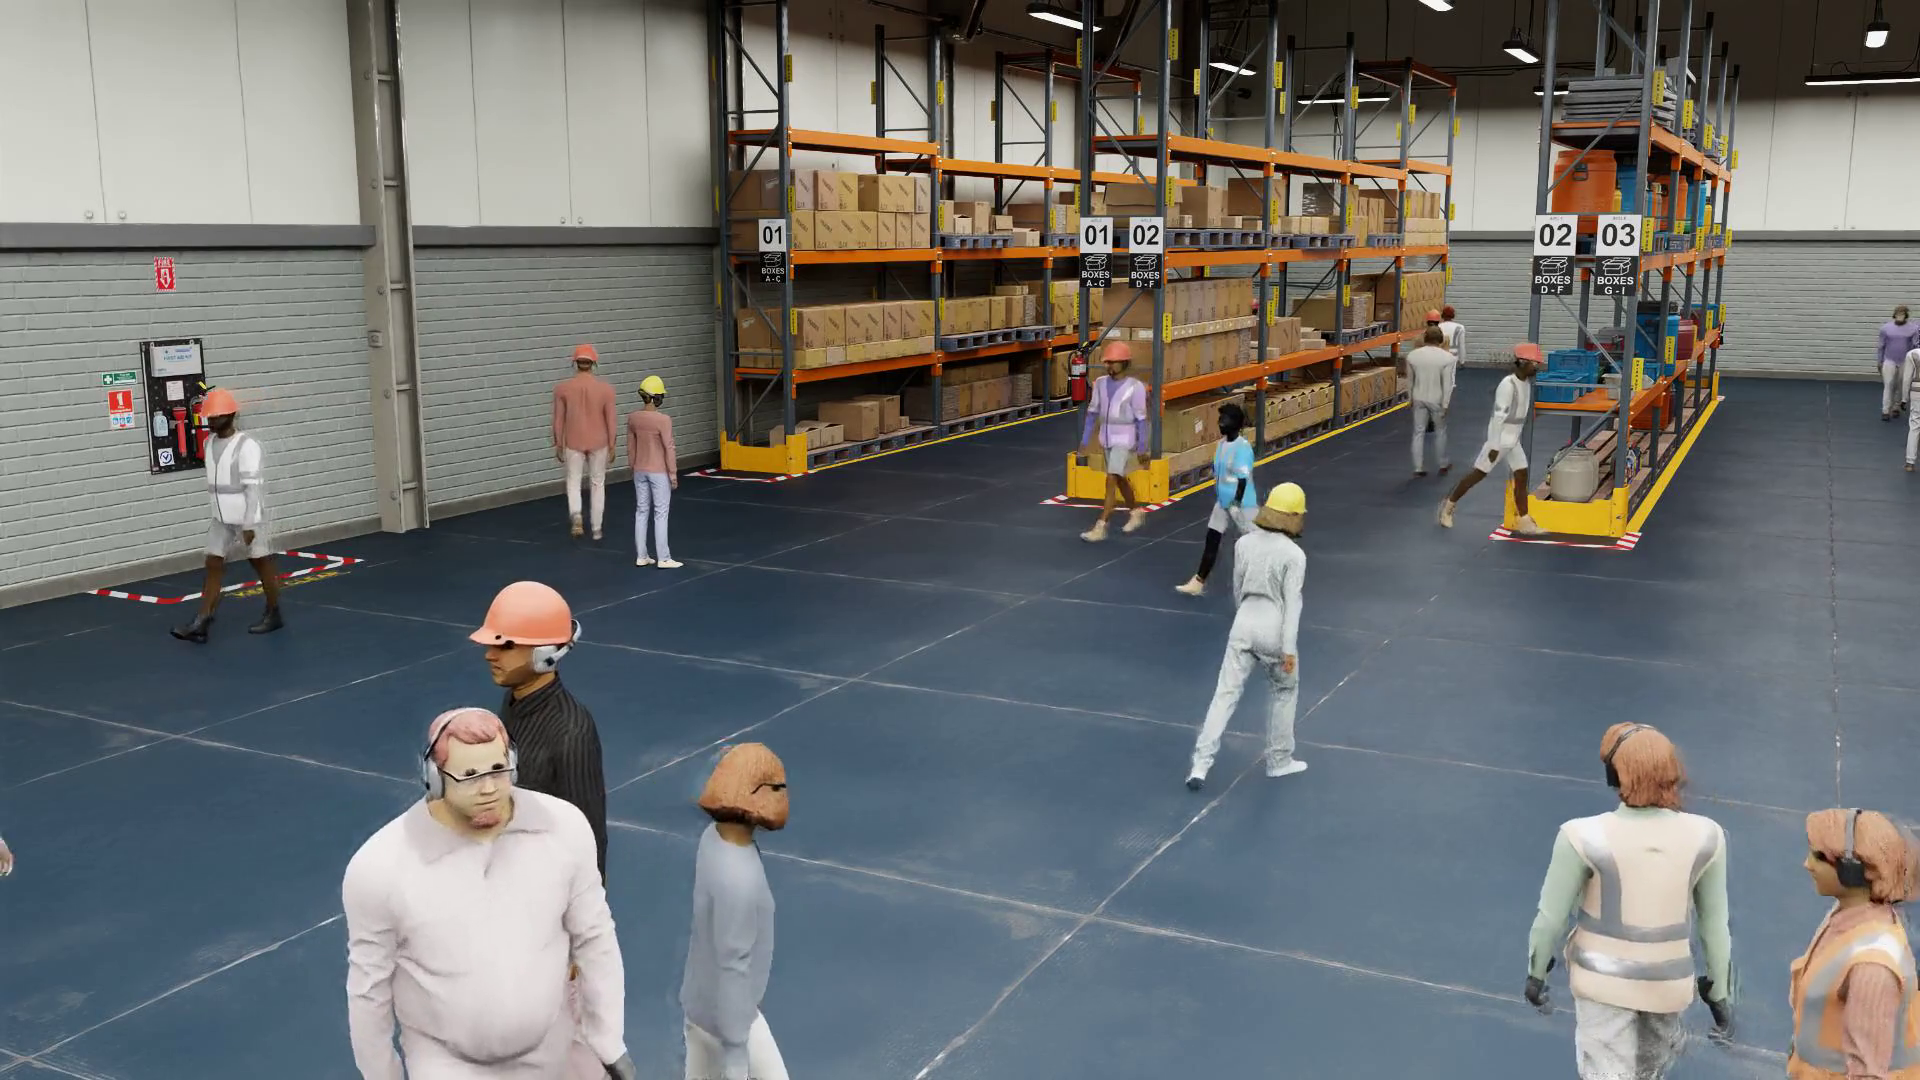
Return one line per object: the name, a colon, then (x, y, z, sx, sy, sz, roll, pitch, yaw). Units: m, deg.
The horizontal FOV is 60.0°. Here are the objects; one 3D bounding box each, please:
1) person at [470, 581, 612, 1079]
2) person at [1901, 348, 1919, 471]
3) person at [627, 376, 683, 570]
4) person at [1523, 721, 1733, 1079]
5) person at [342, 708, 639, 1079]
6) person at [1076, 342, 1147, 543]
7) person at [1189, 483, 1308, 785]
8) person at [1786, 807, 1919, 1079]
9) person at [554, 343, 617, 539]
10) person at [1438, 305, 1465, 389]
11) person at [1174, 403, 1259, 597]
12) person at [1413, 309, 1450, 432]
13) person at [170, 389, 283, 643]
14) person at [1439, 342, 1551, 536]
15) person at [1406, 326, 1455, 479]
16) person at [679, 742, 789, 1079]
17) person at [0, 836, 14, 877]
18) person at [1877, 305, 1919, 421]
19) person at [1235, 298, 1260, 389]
person: (-1.302, 1.103, 5.192, 0.378, 1.997, 0.609, -7, 13, -34)
person: (12.464, -1.819, 21.434, 0.585, 1.881, 0.337, 5, 12, 27)
person: (-2.790, -0.613, 15.181, 0.533, 1.768, 0.311, 6, 12, 30)
person: (1.984, 1.326, 5.036, 0.558, 1.604, 0.786, -1, 10, -4)
person: (-1.158, 1.346, 4.241, 0.653, 1.858, 0.994, -7, 13, -35)
person: (1.587, -0.995, 16.683, 1.071, 1.998, 0.628, -10, 14, -42)
person: (1.610, 0.533, 9.155, 0.505, 1.689, 0.816, 10, 14, 42)
person: (2.214, 1.466, 4.220, 0.373, 1.620, 0.523, 5, 12, 25)
person: (-3.704, -0.957, 16.473, 0.614, 1.982, 0.596, -2, 11, -10)
person: (8.312, -3.083, 28.446, 0.579, 1.855, 0.925, 5, 11, 24)
person: (2.289, -0.321, 13.917, 0.889, 1.648, 0.542, -4, 11, -20)
person: (7.200, -2.575, 25.479, 0.549, 1.918, 0.757, 3, 11, 18)
person: (-5.473, -0.168, 12.385, 0.561, 1.890, 0.994, 5, 11, 23)
person: (5.473, -1.043, 17.004, 1.111, 1.977, 0.659, 9, 14, 42)
person: (5.940, -1.737, 20.936, 0.638, 1.900, 0.929, 7, 12, 32)
person: (-0.727, 1.373, 4.831, 0.811, 1.591, 0.549, -3, 11, -17)
person: (-3.515, 1.131, 5.734, 0.551, 1.750, 0.533, -1, 10, -7)
person: (15.490, -2.926, 27.458, 0.645, 1.896, 1.011, 6, 12, 32)
person: (5.128, -3.330, 29.590, 0.560, 1.921, 0.742, 7, 13, 34)
